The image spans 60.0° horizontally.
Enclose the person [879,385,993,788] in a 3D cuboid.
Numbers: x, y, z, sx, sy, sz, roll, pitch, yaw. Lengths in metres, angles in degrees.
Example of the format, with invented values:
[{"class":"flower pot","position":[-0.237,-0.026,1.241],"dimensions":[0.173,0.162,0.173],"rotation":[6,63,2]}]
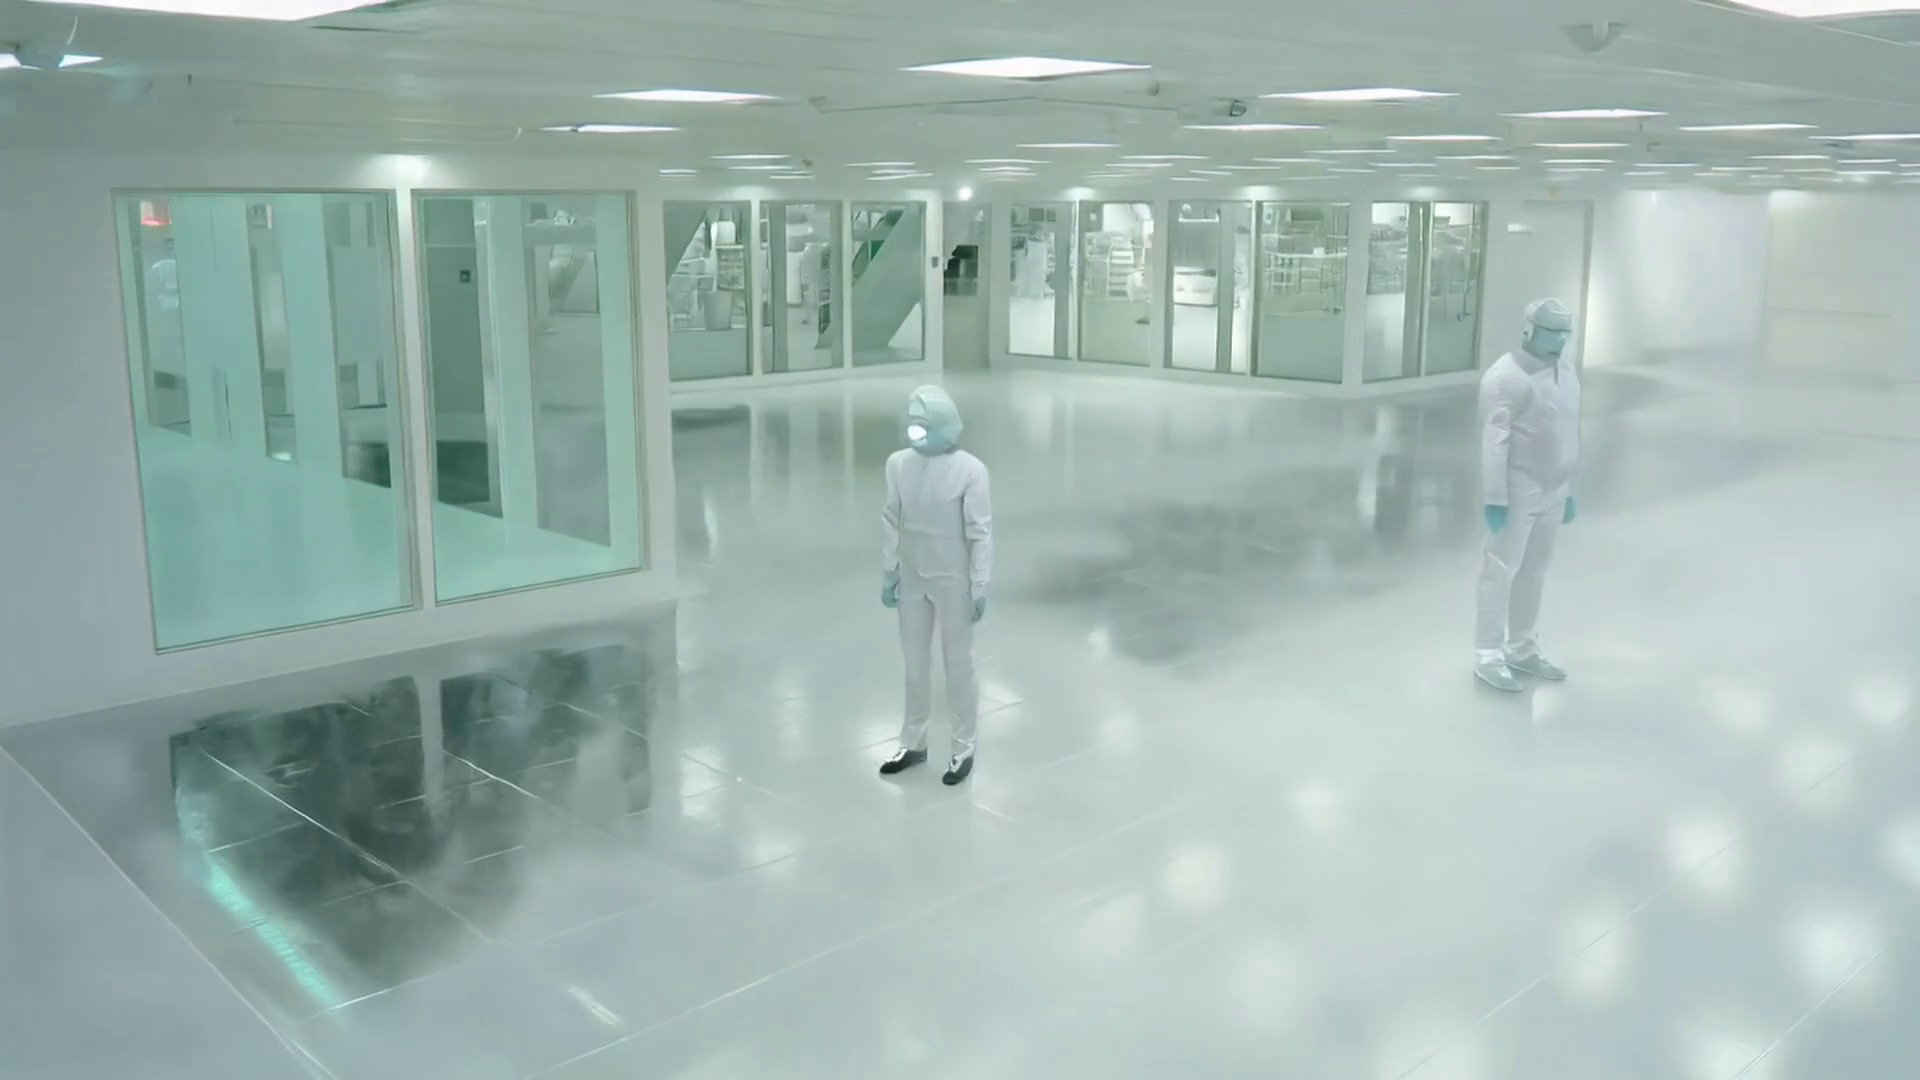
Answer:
[{"class":"person","position":[-0.104,0.184,6.728],"dimensions":[0.502,1.632,0.277],"rotation":[7,13,32]}]

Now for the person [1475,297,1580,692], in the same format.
[{"class":"person","position":[2.794,-0.226,8.114],"dimensions":[0.636,1.903,0.405],"rotation":[-8,14,-35]}]

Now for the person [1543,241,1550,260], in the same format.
[{"class":"person","position":[18.198,-8.864,51.494],"dimensions":[0.514,1.866,0.329],"rotation":[4,12,18]}]
